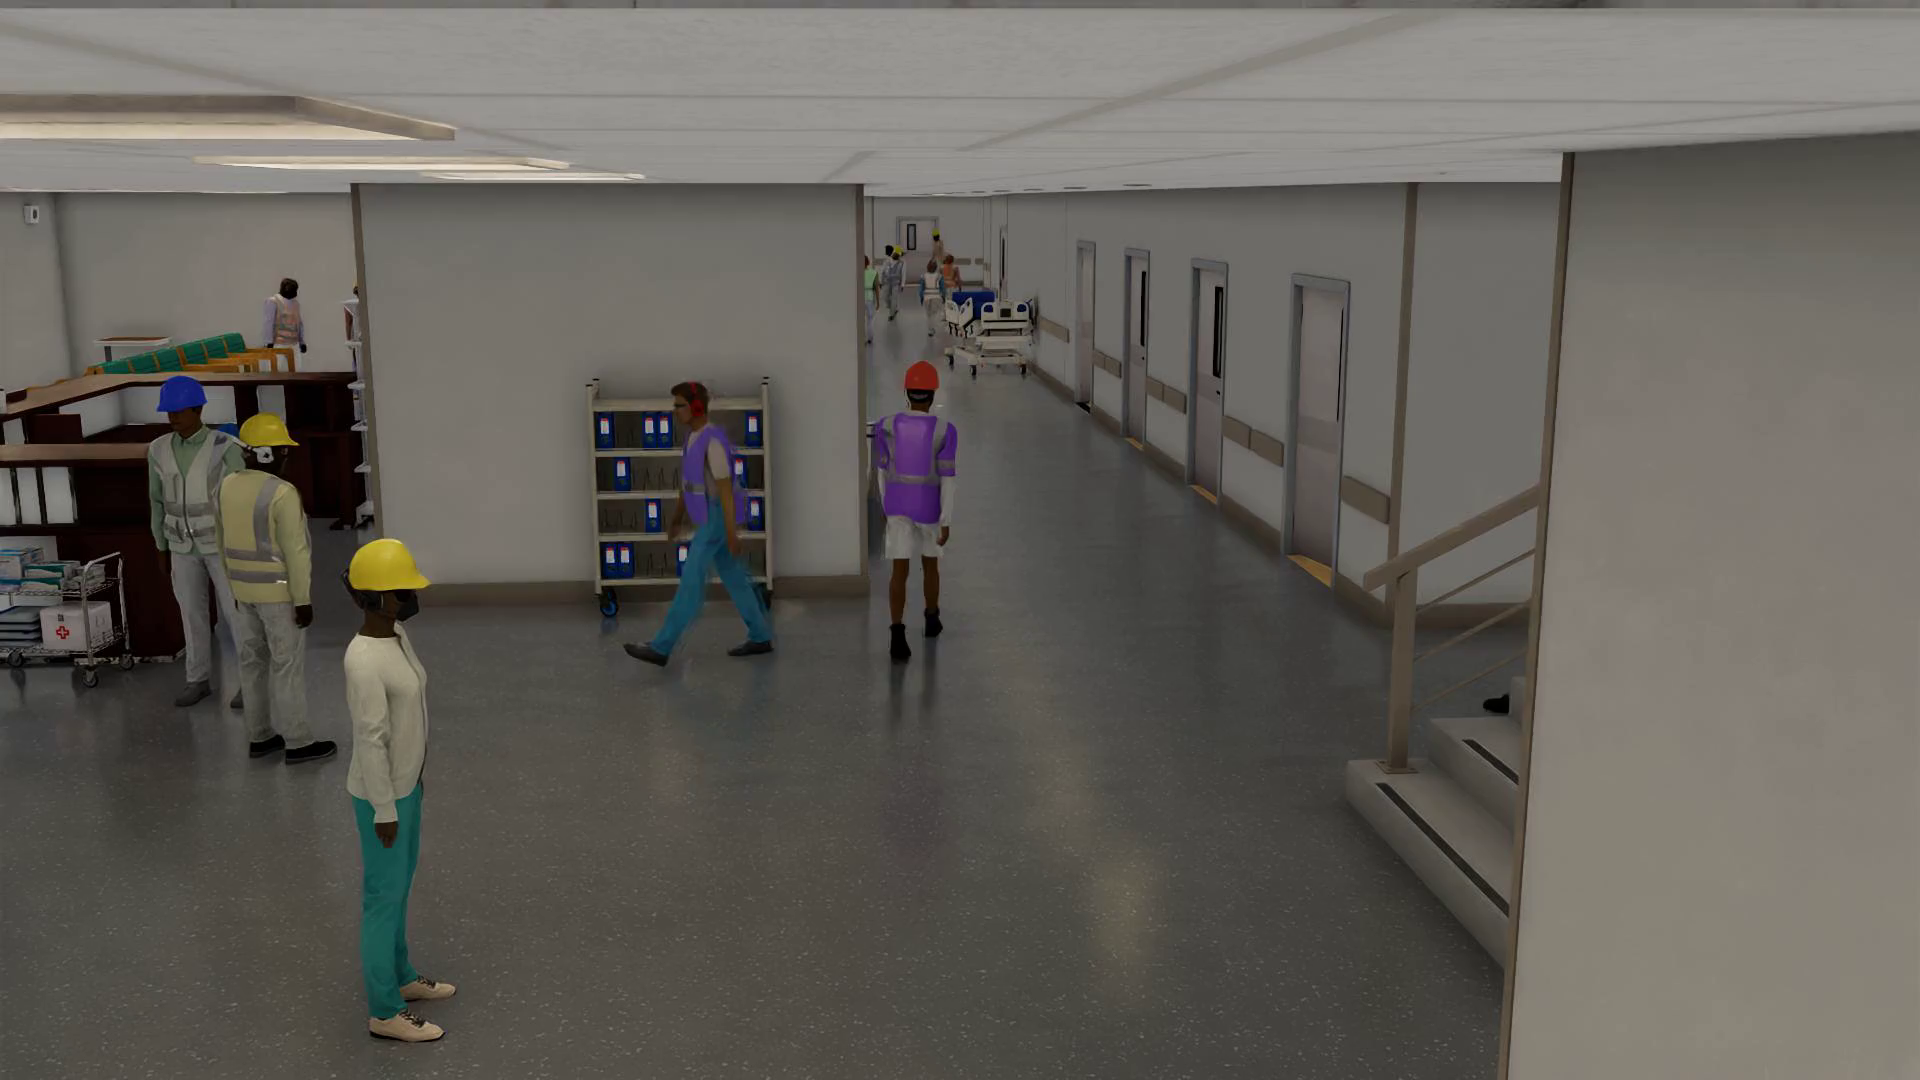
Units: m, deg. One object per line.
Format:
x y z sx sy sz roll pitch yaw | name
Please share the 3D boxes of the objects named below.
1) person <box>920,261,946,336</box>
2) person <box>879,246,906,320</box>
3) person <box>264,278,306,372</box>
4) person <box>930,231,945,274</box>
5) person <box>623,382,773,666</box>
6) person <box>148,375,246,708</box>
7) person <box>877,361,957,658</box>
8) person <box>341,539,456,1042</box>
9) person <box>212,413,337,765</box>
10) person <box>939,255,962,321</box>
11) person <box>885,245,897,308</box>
-0.595 -5.221 35.976 0.536 1.592 0.873 3 12 14 | person
-1.637 -6.251 40.507 0.652 1.799 0.501 3 12 16 | person
-9.649 -2.818 23.737 0.458 1.808 0.688 4 12 19 | person
-0.802 -9.406 55.707 0.946 1.877 0.589 -3 12 -14 | person
-1.644 -0.101 10.472 0.987 1.785 0.583 -4 12 -18 | person
-4.349 0.020 9.540 0.600 1.939 0.421 1 12 6 | person
-0.287 -0.206 10.760 0.542 1.890 1.011 1 12 7 | person
-1.969 0.863 5.820 0.310 1.768 0.533 -2 12 -8 | person
-3.573 0.254 8.642 0.591 1.829 0.404 6 13 29 | person
-0.218 -6.156 40.558 0.548 1.579 0.896 6 13 28 | person
-1.880 -7.176 45.299 0.321 1.688 0.535 2 12 8 | person
